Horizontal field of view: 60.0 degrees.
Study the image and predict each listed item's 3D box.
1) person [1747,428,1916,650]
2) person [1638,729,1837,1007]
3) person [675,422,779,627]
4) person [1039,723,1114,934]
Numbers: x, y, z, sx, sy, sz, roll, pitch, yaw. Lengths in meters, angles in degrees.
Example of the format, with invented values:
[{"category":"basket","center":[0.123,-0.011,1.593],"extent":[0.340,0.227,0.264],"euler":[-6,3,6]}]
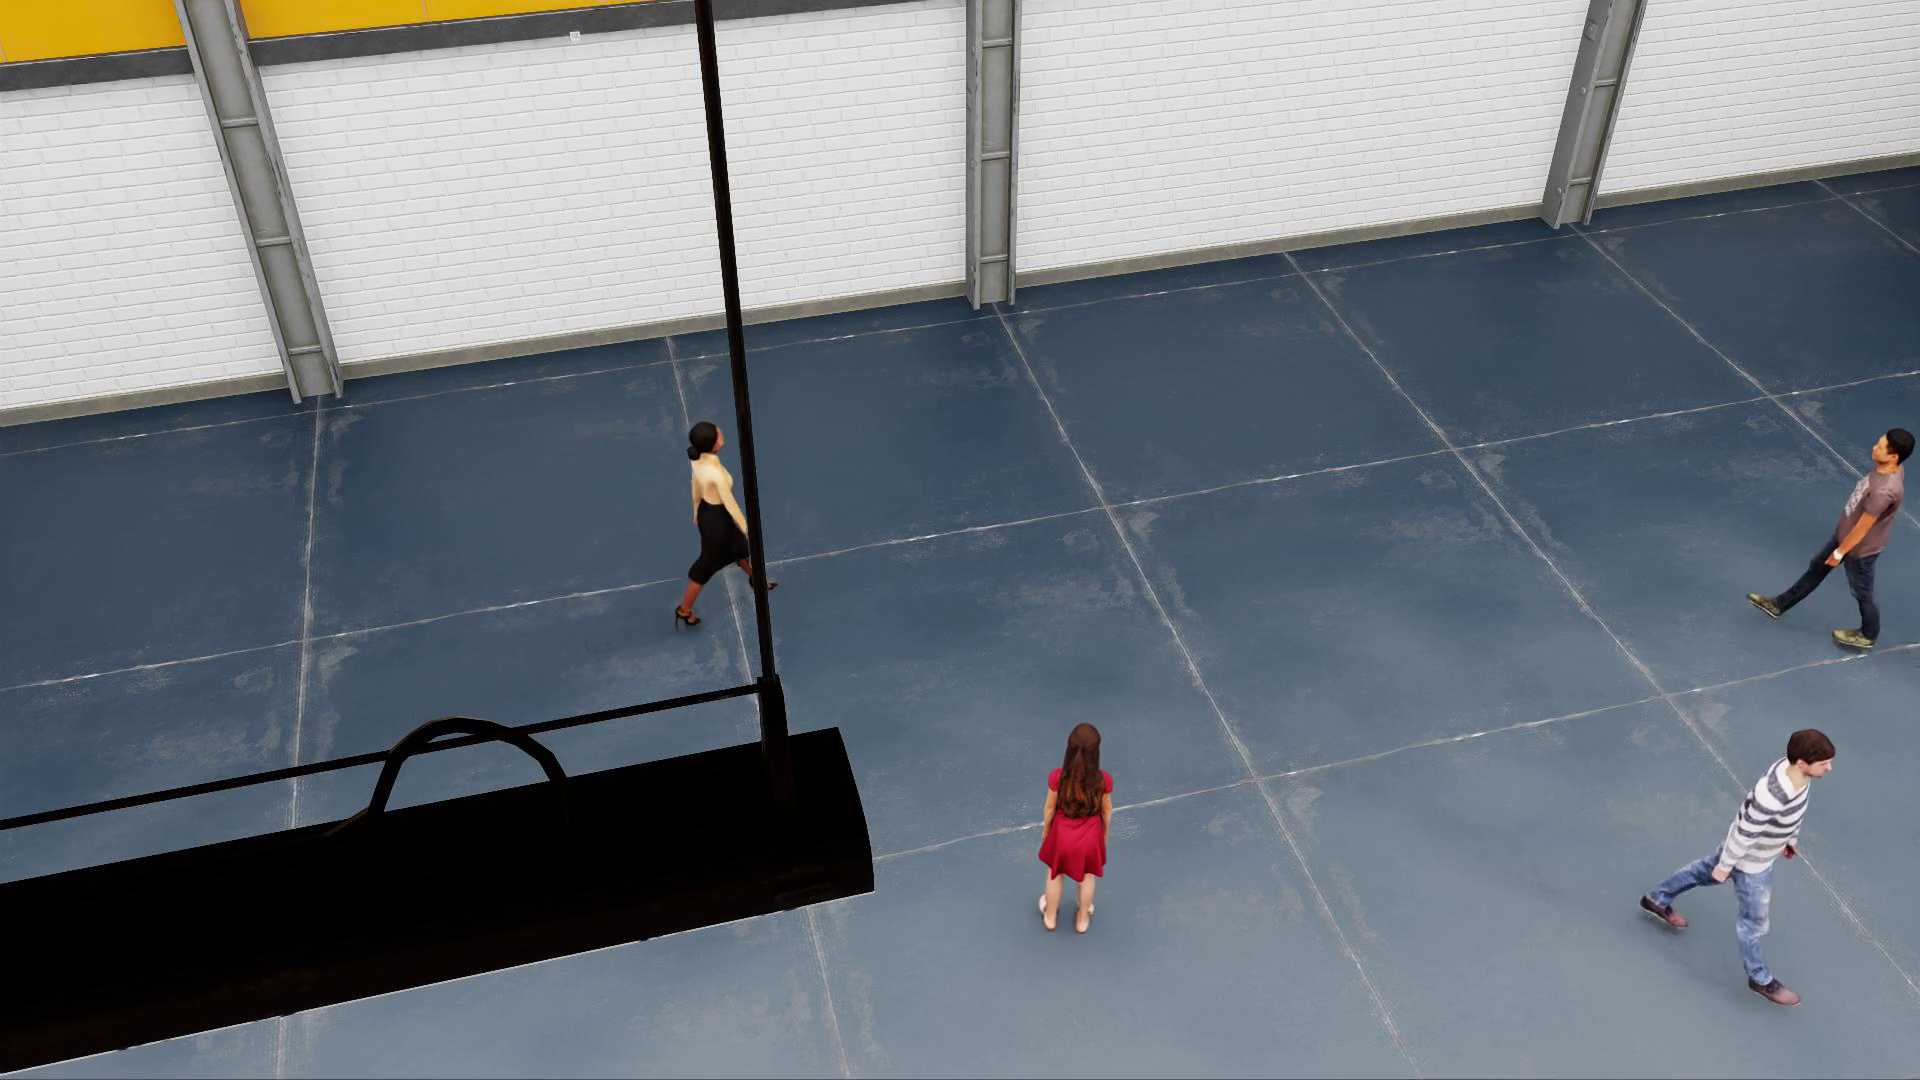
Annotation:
[{"category":"person","center":[6.182,0.043,11.248],"extent":[1.198,1.730,1.071],"euler":[15,41,18]},{"category":"person","center":[4.258,1.671,9.158],"extent":[1.165,1.796,1.235],"euler":[29,47,31]},{"category":"person","center":[-1.757,-0.052,11.468],"extent":[1.082,1.604,0.725],"euler":[-19,42,-22]},{"category":"person","center":[0.652,1.646,9.386],"extent":[0.611,1.550,0.681],"euler":[0,39,0]}]
